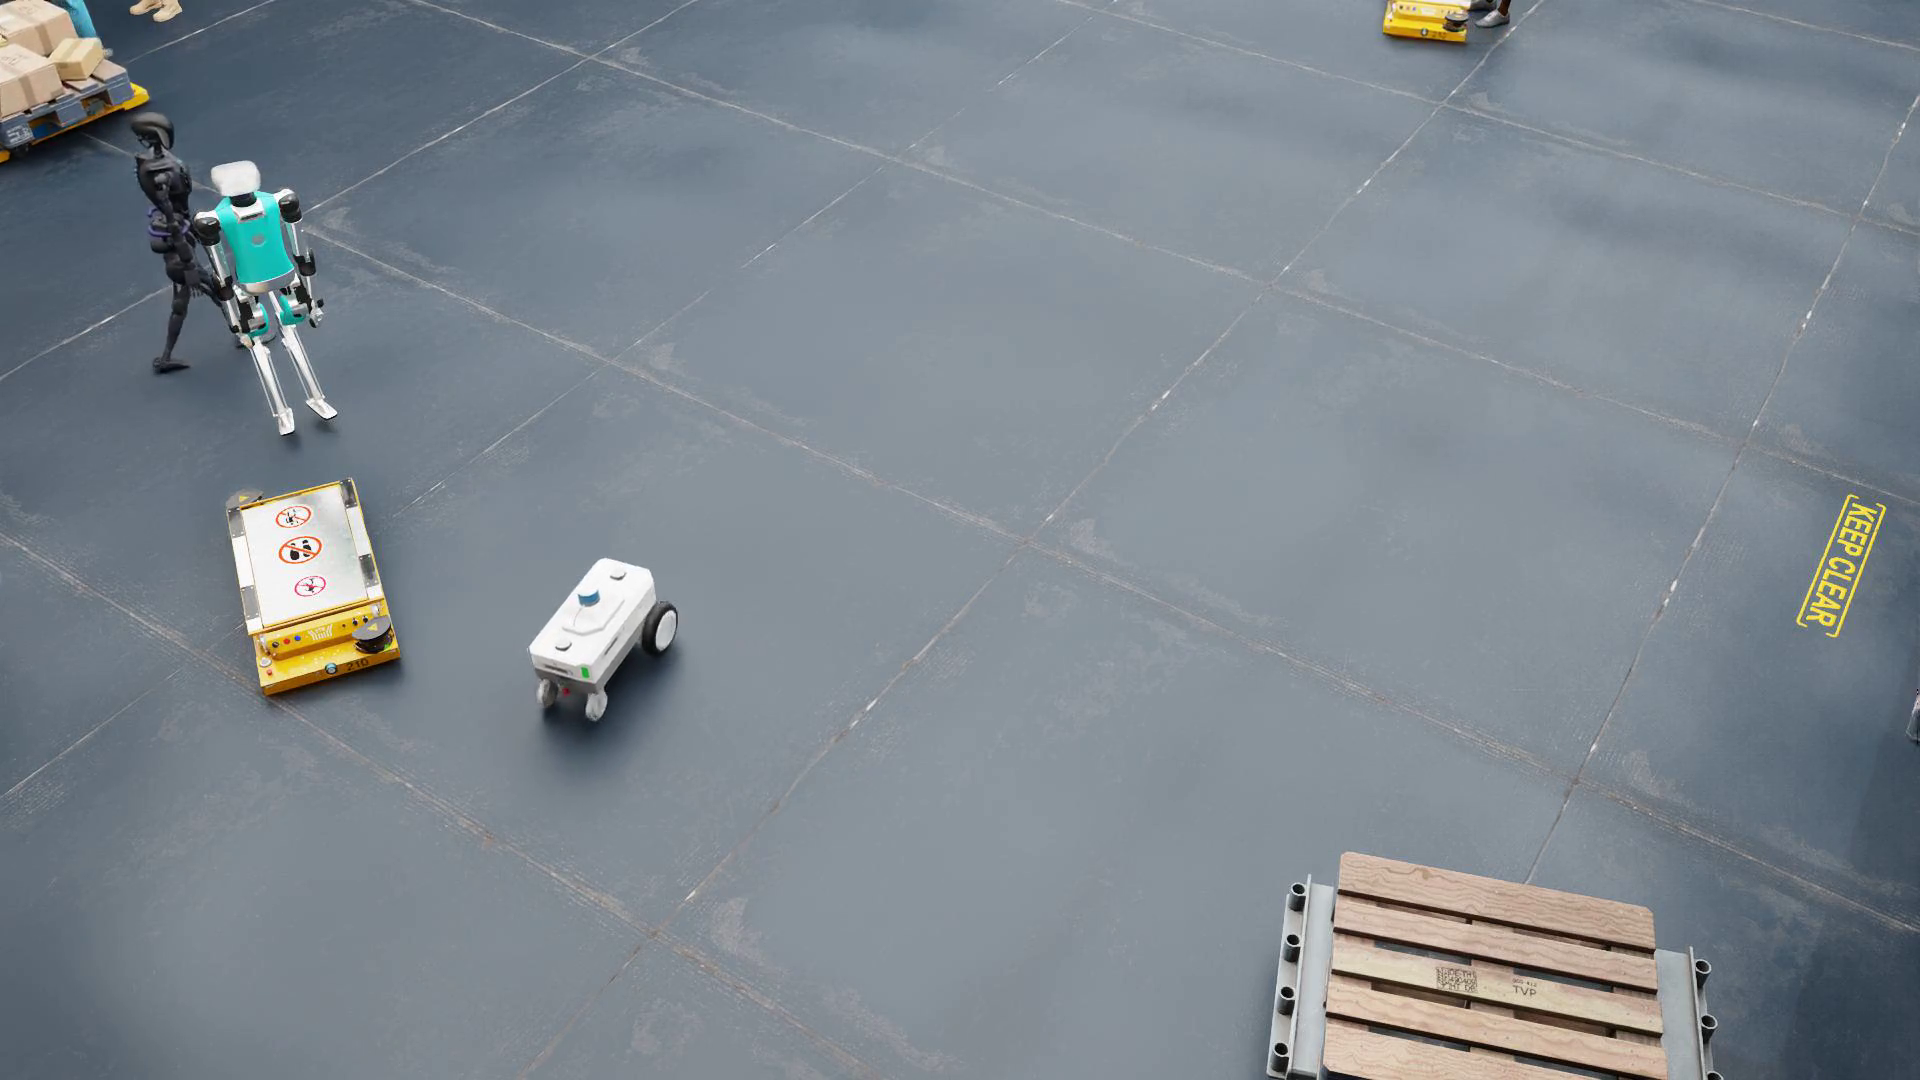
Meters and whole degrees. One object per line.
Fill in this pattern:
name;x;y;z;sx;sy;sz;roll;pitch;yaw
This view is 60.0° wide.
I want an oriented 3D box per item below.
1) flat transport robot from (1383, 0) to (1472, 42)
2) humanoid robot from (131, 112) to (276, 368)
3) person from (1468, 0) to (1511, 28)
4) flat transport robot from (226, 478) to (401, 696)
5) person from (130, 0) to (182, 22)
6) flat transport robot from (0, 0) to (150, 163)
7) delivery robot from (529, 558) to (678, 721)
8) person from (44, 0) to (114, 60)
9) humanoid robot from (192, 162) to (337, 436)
flat transport robot;3.931;-4.571;13.895;0.659;0.231;1.431;10;43;11
humanoid robot;-4.583;-1.730;9.712;0.729;1.641;0.584;-14;44;-15
person;4.409;-5.048;13.175;0.418;1.941;0.551;-5;42;-6
flat transport robot;-3.355;0.180;8.578;0.659;0.231;1.431;-16;44;-18
person;-6.674;-5.037;13.314;0.482;1.738;0.320;22;46;23
flat transport robot;-6.848;-3.160;12.315;0.659;0.231;1.431;27;48;27
delivery robot;-1.755;0.438;8.083;0.499;0.606;0.794;14;44;15
person;-6.954;-4.439;12.561;0.563;1.849;0.391;-10;43;-11
humanoid robot;-3.822;-1.383;9.127;0.533;1.674;0.735;-24;47;-25
